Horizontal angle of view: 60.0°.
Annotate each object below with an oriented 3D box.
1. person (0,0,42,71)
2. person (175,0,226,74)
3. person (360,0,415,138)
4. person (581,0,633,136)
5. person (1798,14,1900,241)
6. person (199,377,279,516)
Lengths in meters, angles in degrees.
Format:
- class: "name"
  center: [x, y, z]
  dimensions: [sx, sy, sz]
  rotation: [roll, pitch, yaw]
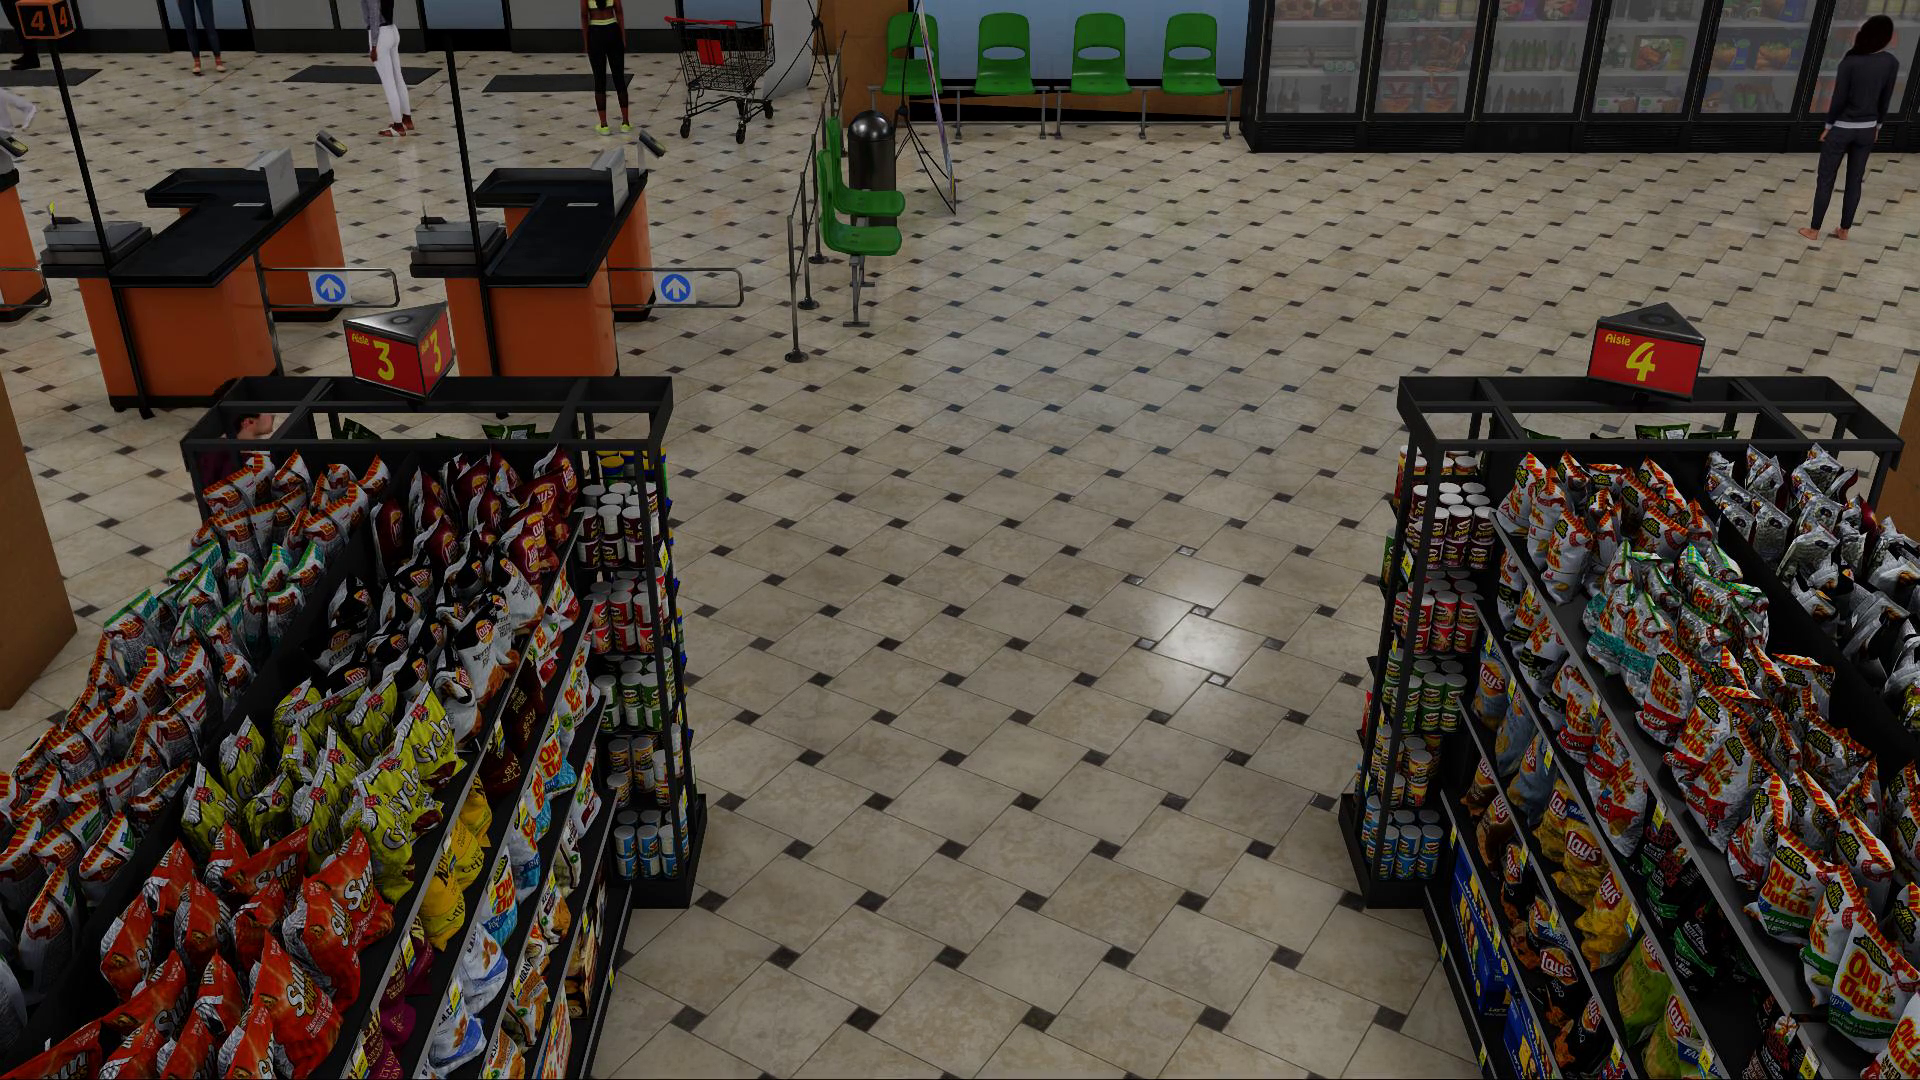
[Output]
- class: "person"
  center: [-10.605, -6.199, 18.482]
  dimensions: [0.867, 1.839, 0.699]
  rotation: [-13, 31, -22]
- class: "person"
  center: [-8.423, -6.044, 18.252]
  dimensions: [0.645, 1.787, 0.629]
  rotation: [-9, 30, -16]
- class: "person"
  center: [-5.532, -4.777, 15.998]
  dimensions: [0.674, 1.725, 0.490]
  rotation: [3, 29, 6]
- class: "person"
  center: [-3.416, -4.804, 16.016]
  dimensions: [0.622, 1.755, 0.615]
  rotation: [-10, 30, -17]
- class: "person"
  center: [7.068, -3.256, 13.164]
  dimensions: [0.614, 1.770, 0.534]
  rotation: [1, 29, 2]
- class: "person"
  center: [-2.888, 0.219, 6.744]
  dimensions: [0.967, 1.825, 1.030]
  rotation: [25, 37, 37]
